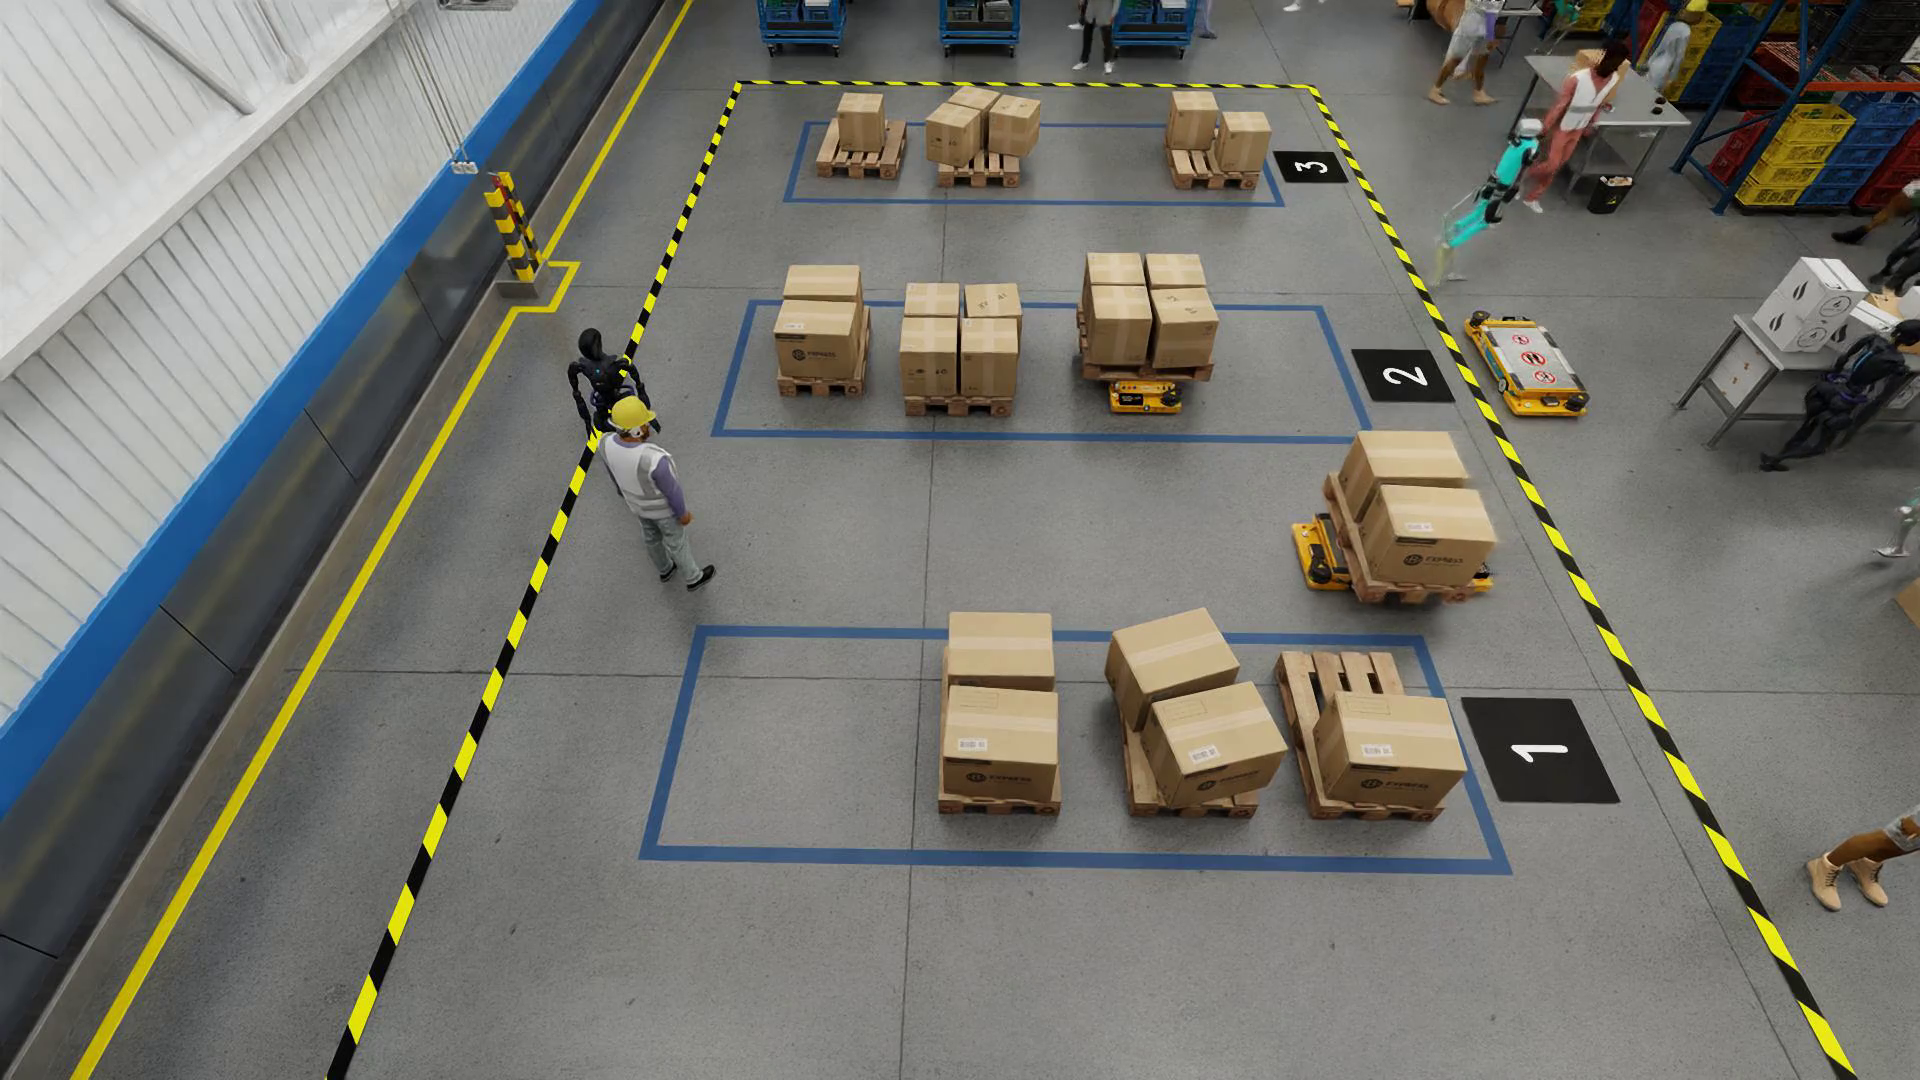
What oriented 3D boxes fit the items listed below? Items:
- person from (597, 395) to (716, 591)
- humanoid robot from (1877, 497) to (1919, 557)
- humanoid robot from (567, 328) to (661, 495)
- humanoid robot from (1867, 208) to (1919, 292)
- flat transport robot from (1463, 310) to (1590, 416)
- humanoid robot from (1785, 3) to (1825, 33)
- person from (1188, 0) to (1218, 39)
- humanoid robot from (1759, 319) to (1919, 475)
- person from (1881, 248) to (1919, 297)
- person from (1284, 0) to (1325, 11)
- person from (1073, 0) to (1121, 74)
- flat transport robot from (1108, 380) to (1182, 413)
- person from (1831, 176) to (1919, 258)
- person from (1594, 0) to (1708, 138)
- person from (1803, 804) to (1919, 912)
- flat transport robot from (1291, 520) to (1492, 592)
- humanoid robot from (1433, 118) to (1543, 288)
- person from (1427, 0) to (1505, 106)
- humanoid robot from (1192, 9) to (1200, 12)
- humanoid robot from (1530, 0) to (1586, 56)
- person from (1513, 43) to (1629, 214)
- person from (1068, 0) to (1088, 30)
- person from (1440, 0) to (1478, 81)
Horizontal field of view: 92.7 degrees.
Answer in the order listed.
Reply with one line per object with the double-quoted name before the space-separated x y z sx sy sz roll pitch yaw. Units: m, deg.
"person" -2.248 -0.307 6.771 0.590 1.822 0.404 22 53 18
"humanoid robot" 7.667 -0.350 6.871 0.902 1.768 0.540 -2 49 -2
"humanoid robot" -2.786 -1.028 7.485 0.599 1.653 0.315 -7 50 -6
"humanoid robot" 10.203 -3.297 9.456 0.321 1.653 0.607 -20 52 -17
"flat transport robot" 5.573 -1.757 9.054 0.659 0.231 1.431 1 49 1
"humanoid robot" 12.674 -8.177 13.699 0.712 1.633 0.611 -32 56 -25
"person" 3.698 -8.676 14.064 0.802 1.737 0.518 9 50 8
"humanoid robot" 7.223 -1.158 7.607 0.456 1.646 0.597 1 49 1
"person" 10.240 -3.225 9.290 0.511 1.840 0.338 19 52 15
"person" 5.832 -9.564 14.769 0.763 1.849 0.524 -8 50 -7
"person" 2.001 -7.664 13.146 0.658 1.816 0.371 24 53 19
"flat transport robot" 1.773 -1.807 9.079 0.652 0.197 1.431 1 49 1
"person" 10.645 -3.951 9.884 0.984 1.886 0.559 16 51 14
"person" 8.998 -6.085 11.850 0.891 1.694 0.488 13 50 11
"person" 5.583 1.518 5.044 0.613 2.045 0.363 -3 49 -2
"flat transport robot" 3.494 0.093 7.434 1.431 0.197 0.652 1 49 1
"humanoid robot" 5.359 -3.487 9.629 0.743 1.834 0.576 3 49 2
"person" 7.120 -6.811 12.281 0.965 1.996 0.633 30 56 24
"humanoid robot" 3.681 -9.288 14.675 0.750 1.639 0.590 -11 50 -9
"humanoid robot" 9.045 -8.011 13.517 0.809 1.786 0.533 -28 55 -22
"person" 7.012 -4.716 10.544 0.648 1.884 0.467 -11 50 -9
"person" 1.987 -8.895 14.186 0.457 1.856 0.504 6 49 5
"person" 7.392 -7.570 13.045 0.429 1.844 0.621 -9 50 -8
